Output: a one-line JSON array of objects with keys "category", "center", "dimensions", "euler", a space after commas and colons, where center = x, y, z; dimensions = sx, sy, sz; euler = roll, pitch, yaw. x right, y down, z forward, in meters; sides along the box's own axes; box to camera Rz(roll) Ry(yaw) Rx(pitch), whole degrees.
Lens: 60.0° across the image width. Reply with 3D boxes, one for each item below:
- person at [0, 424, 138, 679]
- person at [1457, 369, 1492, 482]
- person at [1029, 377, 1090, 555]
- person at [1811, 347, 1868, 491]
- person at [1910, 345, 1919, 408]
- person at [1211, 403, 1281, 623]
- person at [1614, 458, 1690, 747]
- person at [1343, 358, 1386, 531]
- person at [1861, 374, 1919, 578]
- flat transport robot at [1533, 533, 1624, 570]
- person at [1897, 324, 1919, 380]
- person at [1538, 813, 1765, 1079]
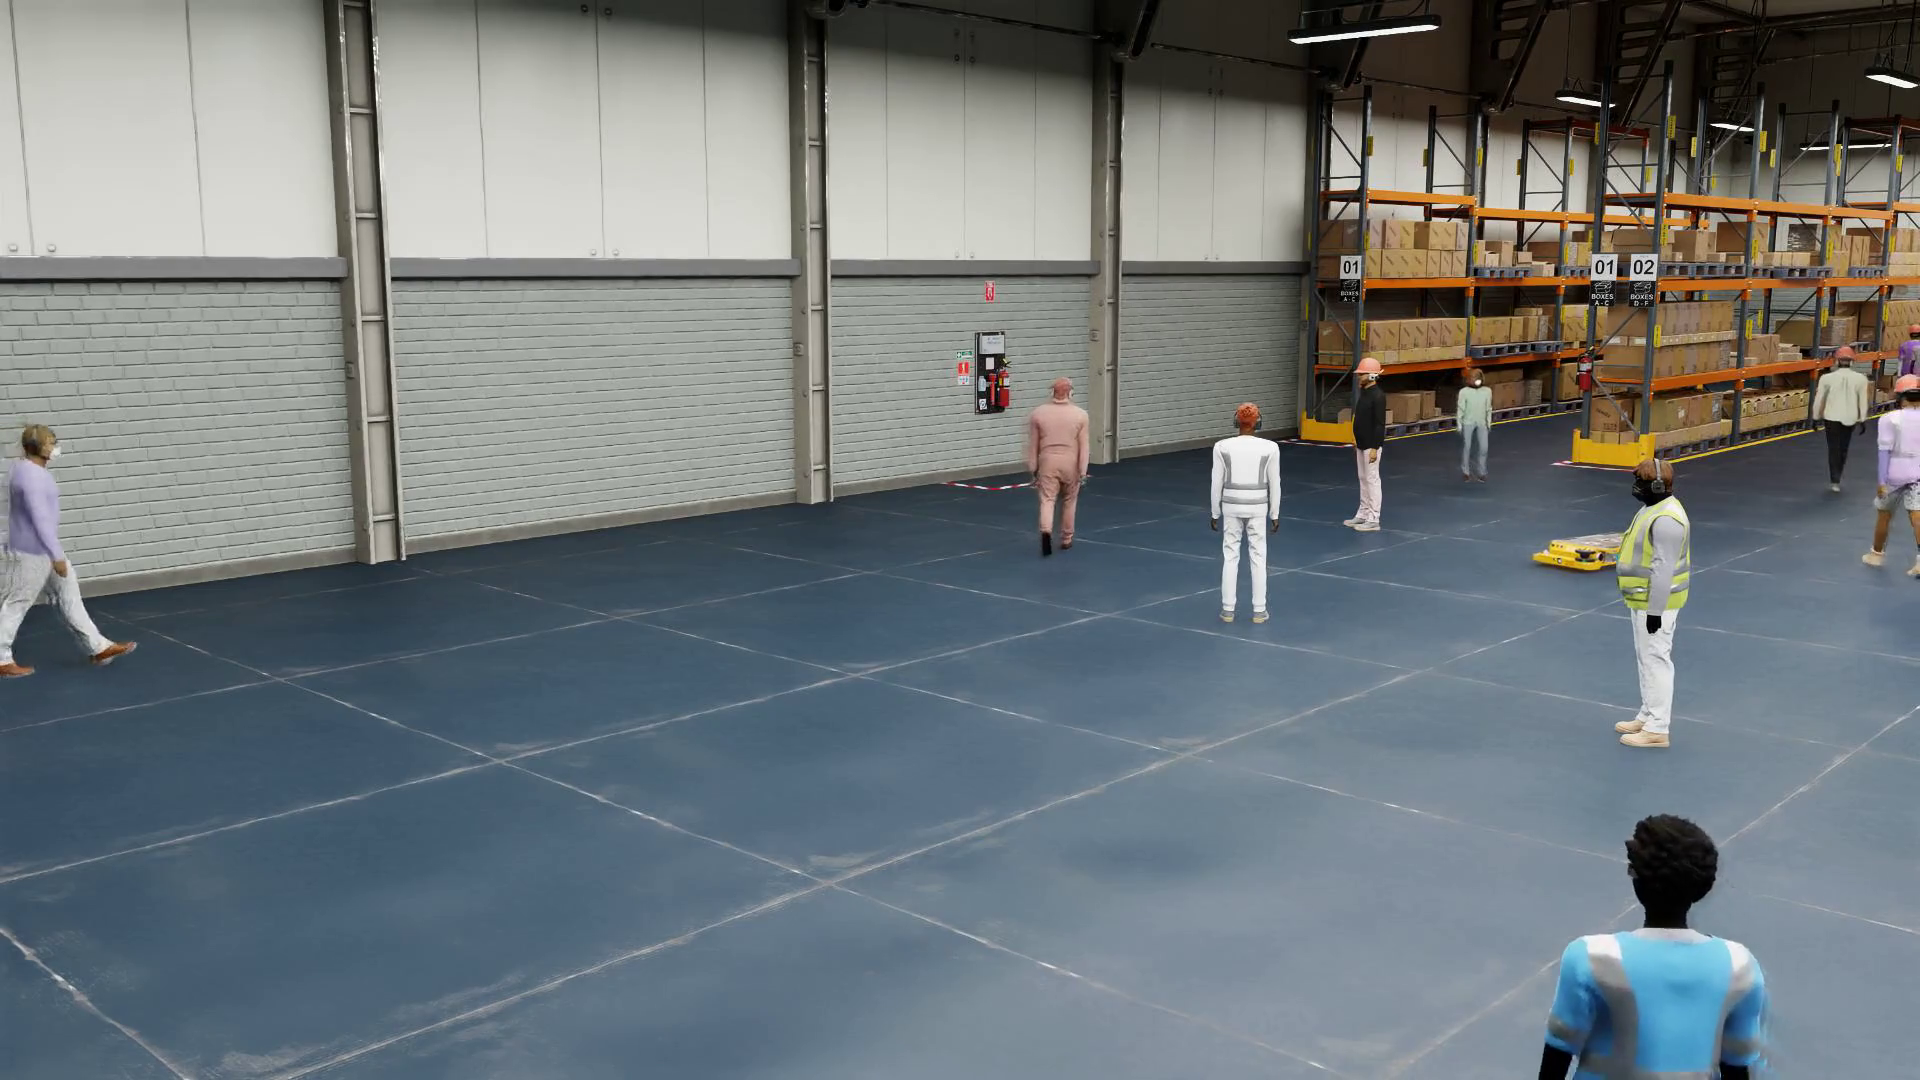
[{"category": "person", "center": [-6.779, 0.079, 12.362], "dimensions": [1.032, 1.878, 0.651], "euler": [-4, 10, -24]}, {"category": "person", "center": [7.257, -1.595, 23.373], "dimensions": [0.534, 1.603, 0.727], "euler": [-1, 9, -3]}, {"category": "person", "center": [1.049, -0.787, 17.643], "dimensions": [0.650, 1.877, 0.833], "euler": [2, 9, 10]}, {"category": "person", "center": [12.058, -1.674, 22.848], "dimensions": [0.646, 1.936, 1.009], "euler": [3, 10, 15]}, {"category": "person", "center": [18.333, -3.075, 31.614], "dimensions": [0.518, 1.872, 0.326], "euler": [9, 13, 42]}, {"category": "person", "center": [2.439, -0.226, 14.223], "dimensions": [0.584, 1.877, 0.339], "euler": [2, 9, 11]}, {"category": "person", "center": [4.399, 0.393, 10.603], "dimensions": [0.430, 1.836, 0.627], "euler": [2, 10, 14]}, {"category": "person", "center": [4.711, -1.105, 19.228], "dimensions": [0.379, 1.996, 0.610], "euler": [-1, 9, -6]}, {"category": "person", "center": [9.348, -0.637, 16.424], "dimensions": [0.628, 1.990, 1.062], "euler": [0, 9, 3]}, {"category": "flat transport robot", "center": [6.631, 0.106, 17.089], "dimensions": [1.431, 0.197, 0.652], "euler": [-6, 11, -32]}, {"category": "person", "center": [18.847, -3.312, 32.903], "dimensions": [0.566, 1.918, 0.457], "euler": [6, 11, 32]}, {"category": "person", "center": [1.762, 1.523, 4.233], "dimensions": [0.535, 1.662, 0.841], "euler": [-1, 9, -8]}]
